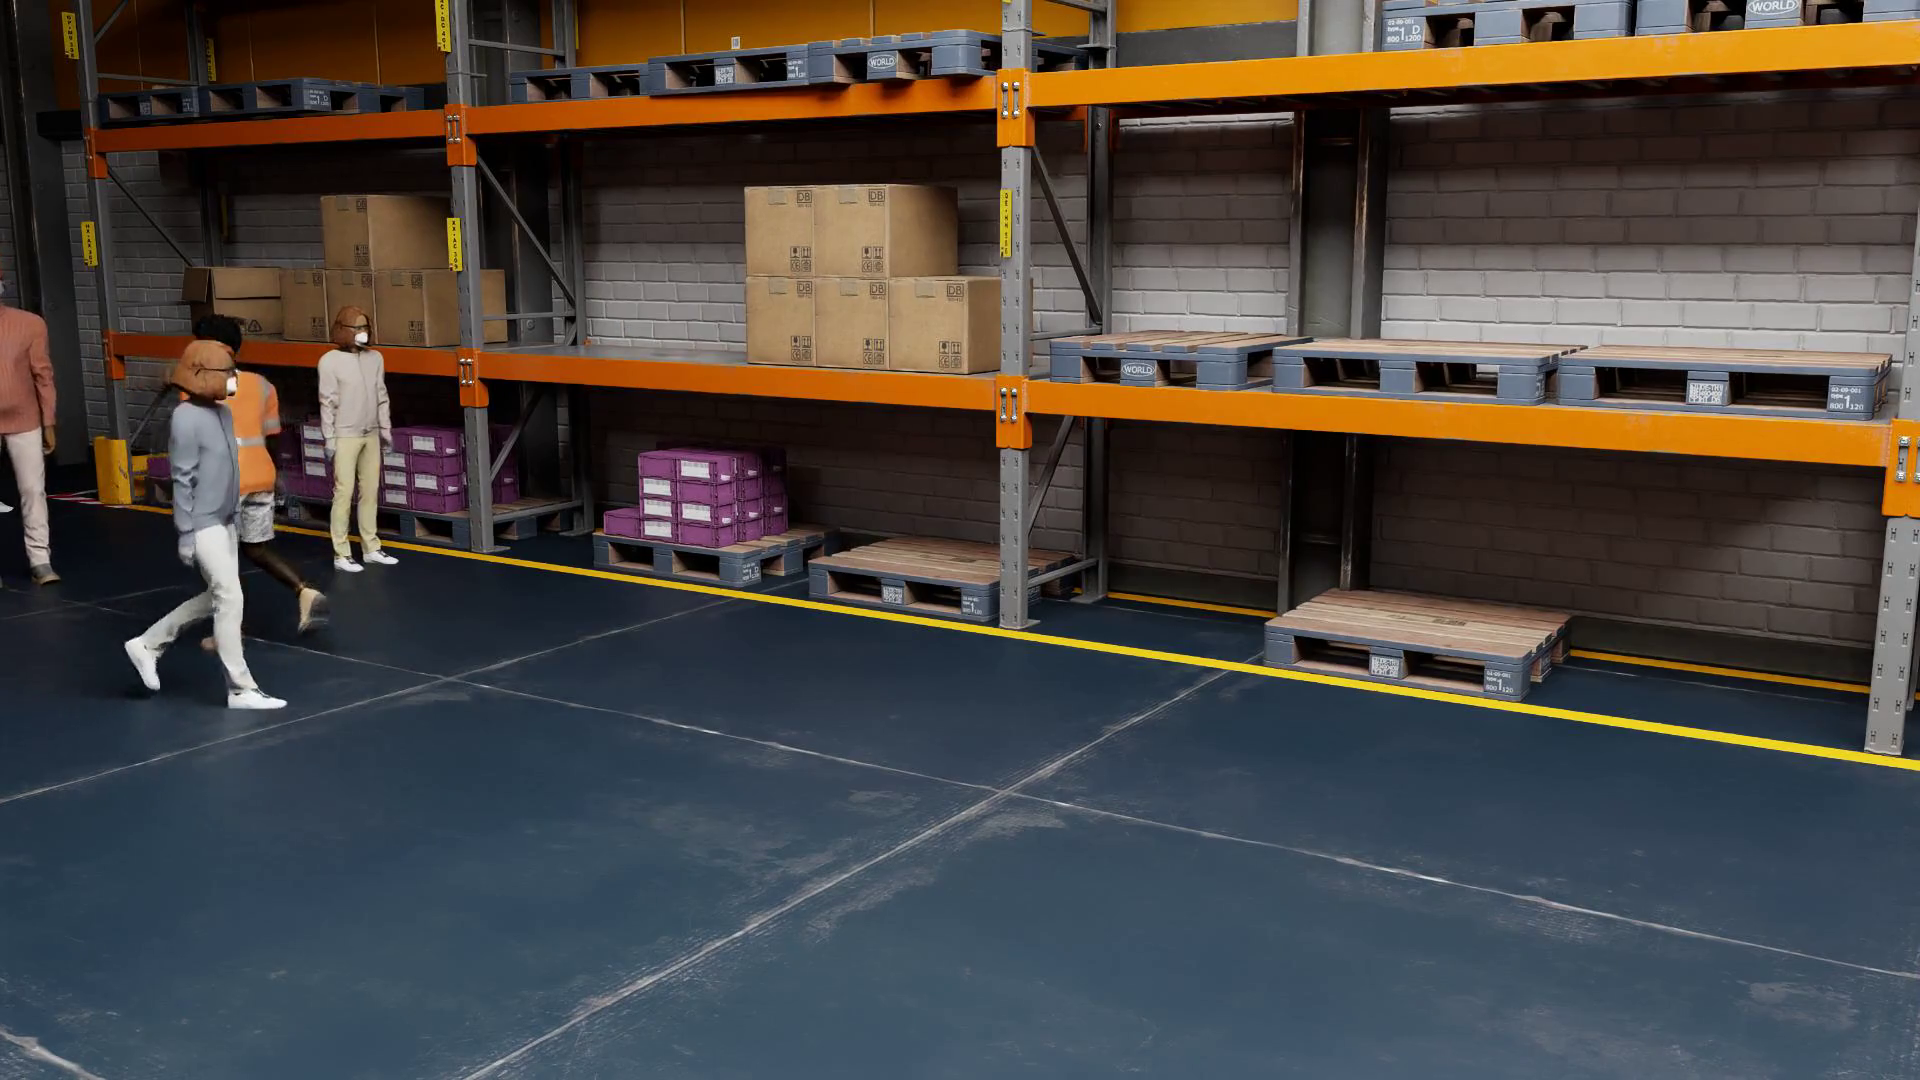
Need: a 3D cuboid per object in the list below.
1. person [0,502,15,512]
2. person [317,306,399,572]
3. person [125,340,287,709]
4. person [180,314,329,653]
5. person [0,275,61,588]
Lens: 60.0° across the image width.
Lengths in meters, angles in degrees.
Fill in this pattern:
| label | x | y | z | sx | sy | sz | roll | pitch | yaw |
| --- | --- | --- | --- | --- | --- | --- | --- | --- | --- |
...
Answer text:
| label | x | y | z | sx | sy | sz | roll | pitch | yaw |
| --- | --- | --- | --- | --- | --- | --- | --- | --- | --- |
| person | -7.272 | -1.113 | 12.165 | 0.405 | 1.911 | 0.636 | 3 | 11 | 17 |
| person | -3.707 | -0.622 | 10.225 | 0.278 | 1.626 | 0.504 | 5 | 11 | 25 |
| person | -3.295 | -0.056 | 7.152 | 0.650 | 1.612 | 0.505 | -1 | 10 | -4 |
| person | -3.462 | -0.261 | 8.082 | 0.566 | 1.673 | 0.555 | 5 | 11 | 24 |
| person | -5.504 | -0.658 | 9.524 | 0.615 | 1.961 | 0.579 | -5 | 11 | -27 |
